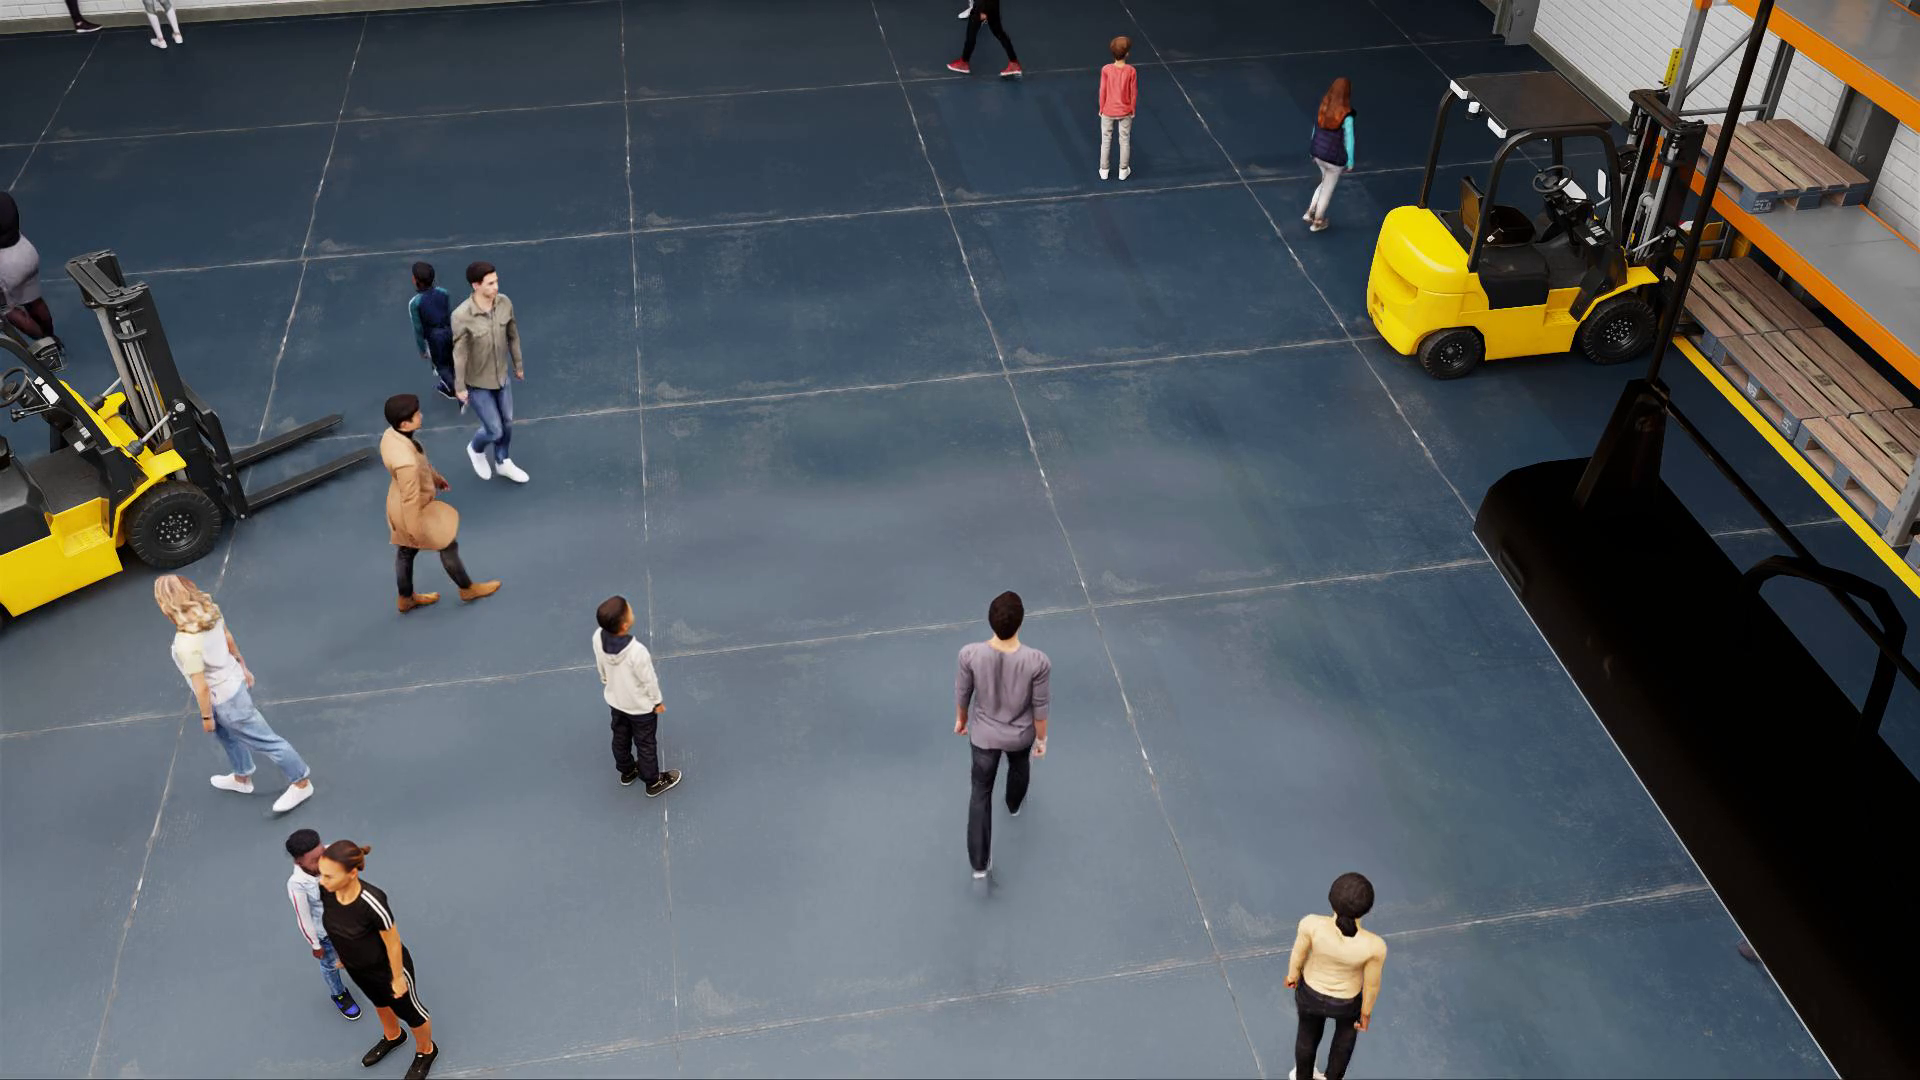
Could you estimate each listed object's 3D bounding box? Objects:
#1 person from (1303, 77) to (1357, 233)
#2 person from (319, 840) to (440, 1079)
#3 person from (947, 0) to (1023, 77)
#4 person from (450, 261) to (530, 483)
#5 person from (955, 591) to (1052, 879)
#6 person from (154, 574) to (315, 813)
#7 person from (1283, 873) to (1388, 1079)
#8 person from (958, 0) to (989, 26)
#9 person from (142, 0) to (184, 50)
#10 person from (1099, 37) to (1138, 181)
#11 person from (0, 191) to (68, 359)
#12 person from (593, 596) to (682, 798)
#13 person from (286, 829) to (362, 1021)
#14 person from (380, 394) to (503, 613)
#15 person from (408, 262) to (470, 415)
[{"bbox_3d":[3.343,-3.497,15.215,0.729,1.489,0.648,-23,44,-26],"label":"person"},{"bbox_3d":[-2.859,2.040,8.137,0.661,1.668,0.706,20,43,23],"label":"person"},{"bbox_3d":[0.365,-5.762,17.933,1.071,1.635,1.123,16,41,19],"label":"person"},{"bbox_3d":[-3.493,-1.210,12.067,0.965,1.843,0.905,27,46,29],"label":"person"},{"bbox_3d":[0.220,1.094,9.200,0.925,1.819,1.225,5,39,6],"label":"person"},{"bbox_3d":[-4.149,0.898,9.548,0.688,1.691,0.781,-9,39,-11],"label":"person"},{"bbox_3d":[1.751,2.221,7.926,0.713,1.649,0.758,12,40,15],"label":"person"},{"bbox_3d":[0.185,-6.910,19.213,0.817,1.832,0.673,-25,45,-28],"label":"person"},{"bbox_3d":[-9.152,-6.396,18.671,0.638,1.705,0.667,-30,47,-32],"label":"person"},{"bbox_3d":[1.523,-4.180,16.126,0.568,1.417,0.561,6,39,7],"label":"person"},{"bbox_3d":[-7.526,-2.182,13.358,0.821,1.750,0.700,3,39,3],"label":"person"},{"bbox_3d":[-1.932,0.914,9.718,0.660,1.455,0.710,21,43,24],"label":"person"},{"bbox_3d":[-3.249,1.939,8.590,0.632,1.260,0.561,18,42,21],"label":"person"},{"bbox_3d":[-3.676,-0.194,10.911,0.926,1.697,0.965,-22,44,-25],"label":"person"},{"bbox_3d":[-4.045,-1.568,12.999,0.902,1.239,0.797,30,47,32],"label":"person"}]
